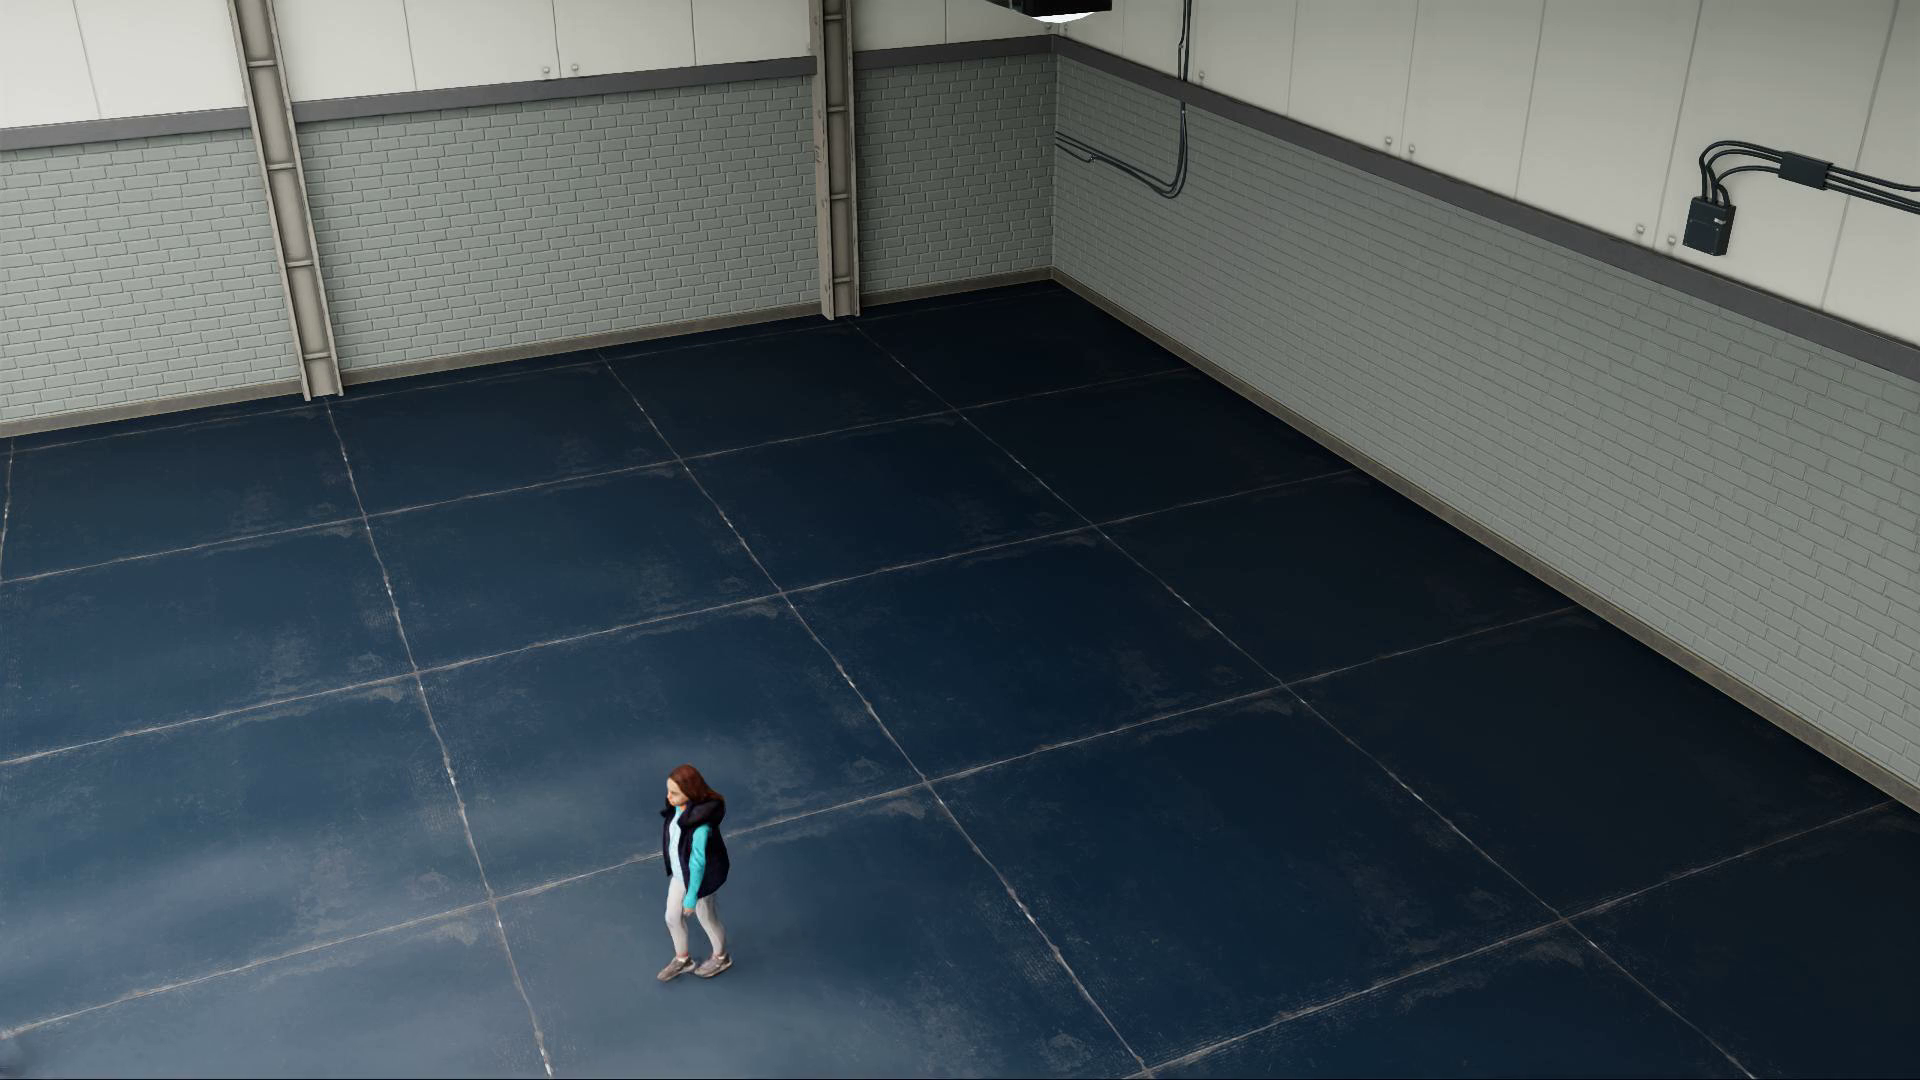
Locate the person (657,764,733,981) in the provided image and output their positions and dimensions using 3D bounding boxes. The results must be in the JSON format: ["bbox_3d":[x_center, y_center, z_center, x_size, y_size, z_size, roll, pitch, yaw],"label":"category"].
[{"bbox_3d":[-1.463,1.905,9.575,0.759,1.487,0.654,-20,33,-34],"label":"person"}]
